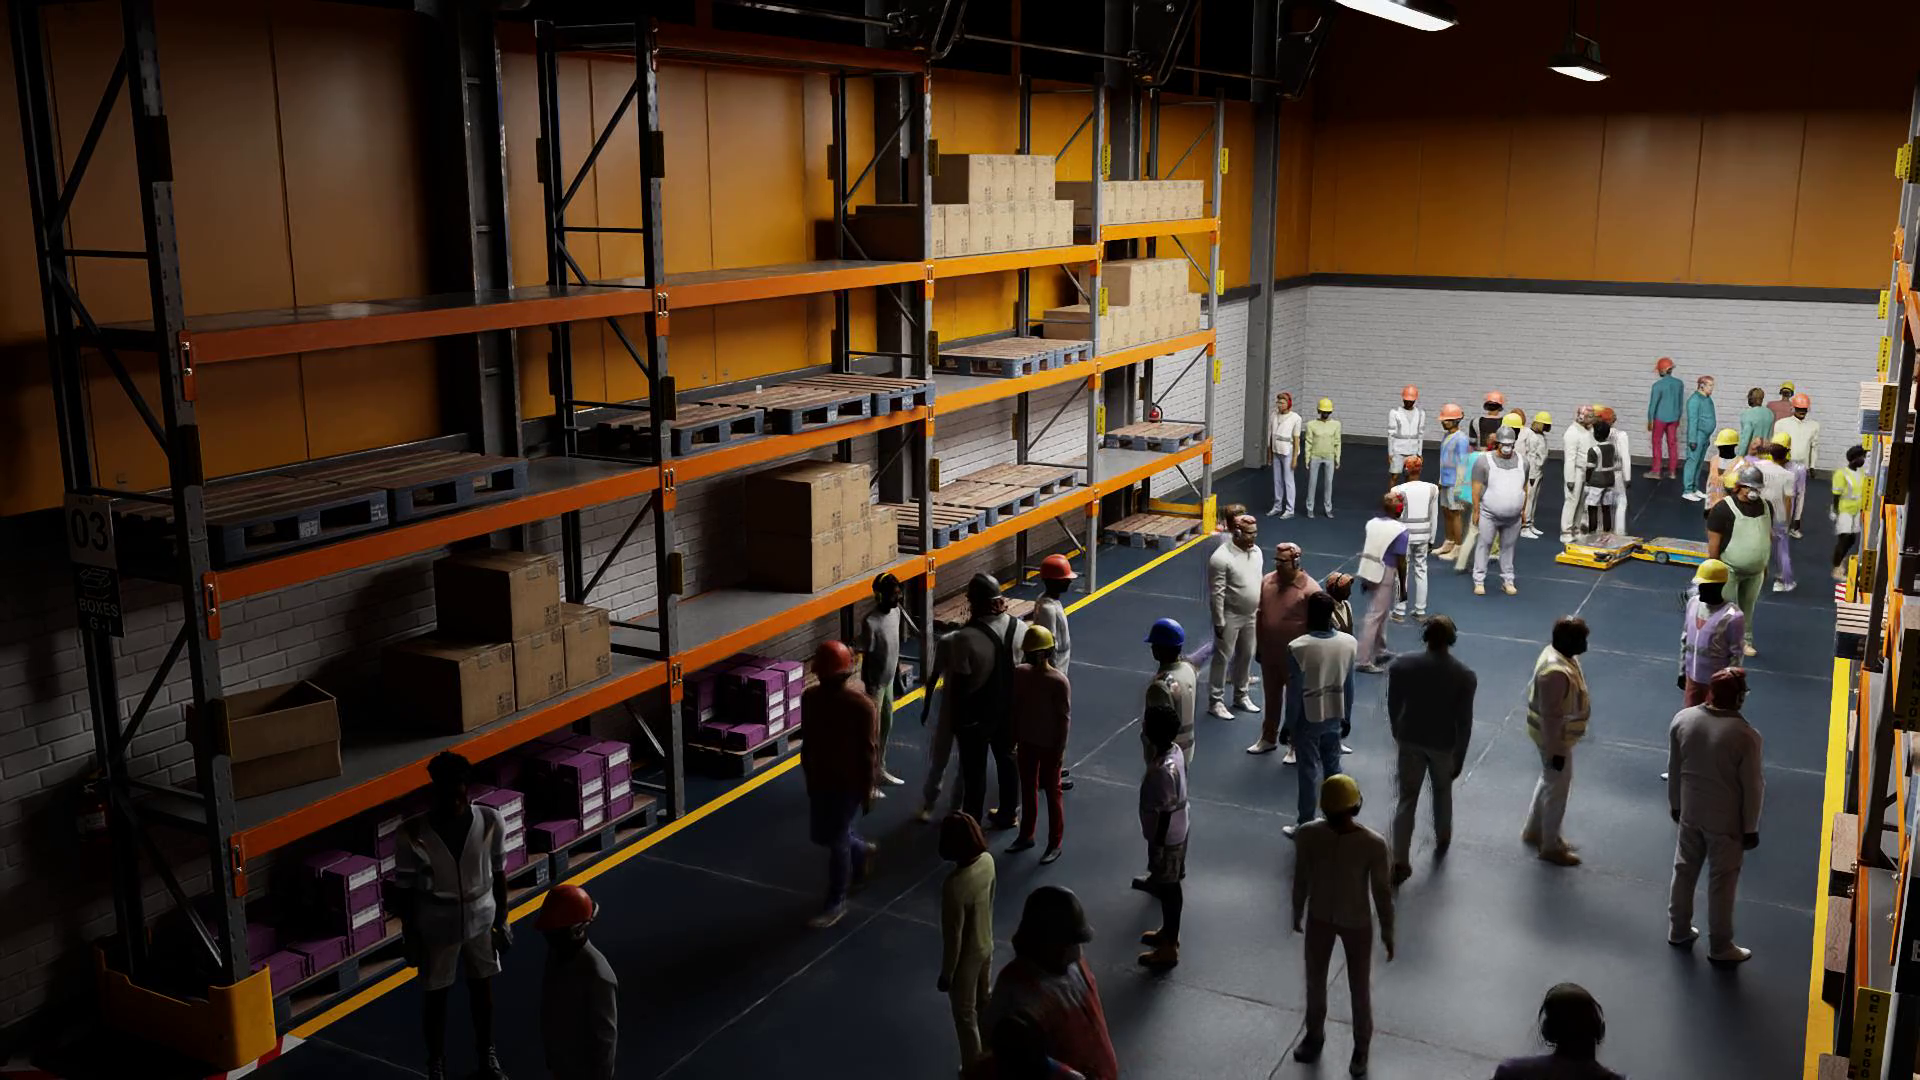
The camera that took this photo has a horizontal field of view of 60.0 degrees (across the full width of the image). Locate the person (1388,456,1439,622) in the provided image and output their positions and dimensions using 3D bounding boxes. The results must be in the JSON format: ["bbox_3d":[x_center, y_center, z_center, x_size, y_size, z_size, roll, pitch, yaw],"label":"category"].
[{"bbox_3d":[5.015,-0.006,18.508,0.584,1.878,0.362,-2,13,-8],"label":"person"}]

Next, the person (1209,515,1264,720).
[{"bbox_3d":[2.571,0.698,15.316,0.648,1.900,0.401,-9,15,-35],"label":"person"}]

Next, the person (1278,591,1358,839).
[{"bbox_3d":[2.678,1.328,12.459,0.613,1.912,0.419,-5,14,-21],"label":"person"}]

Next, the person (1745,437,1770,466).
[{"bbox_3d":[10.142,-0.513,21.332,0.314,1.632,0.524,1,13,6],"label":"person"}]

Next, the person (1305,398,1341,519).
[{"bbox_3d":[5.234,-1.173,24.000,0.527,1.761,0.339,0,13,0],"label":"person"}]

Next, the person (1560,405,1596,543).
[{"bbox_3d":[8.334,-0.877,22.376,0.400,1.895,0.654,11,17,41],"label":"person"}]

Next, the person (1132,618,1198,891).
[{"bbox_3d":[1.444,1.494,11.628,0.391,1.948,0.605,6,14,27],"label":"person"}]

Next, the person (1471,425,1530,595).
[{"bbox_3d":[6.410,-0.352,19.684,0.689,2.000,0.539,-1,13,-3],"label":"person"}]

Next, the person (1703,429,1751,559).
[{"bbox_3d":[9.255,-0.396,20.144,0.381,1.923,0.591,-5,14,-21],"label":"person"}]

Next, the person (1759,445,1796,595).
[{"bbox_3d":[9.640,-0.246,19.742,0.949,1.820,0.503,-10,16,-39],"label":"person"}]

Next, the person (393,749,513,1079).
[{"bbox_3d":[-2.722,2.074,8.991,0.605,1.966,0.367,-7,14,-29],"label":"person"}]

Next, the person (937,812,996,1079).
[{"bbox_3d":[0.029,2.246,8.971,0.284,1.631,0.502,7,14,28],"label":"person"}]

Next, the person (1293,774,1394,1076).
[{"bbox_3d":[2.124,2.125,9.236,0.588,1.753,0.373,7,14,29],"label":"person"}]

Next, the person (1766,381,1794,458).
[{"bbox_3d":[12.788,-1.596,25.907,0.534,1.756,0.342,6,14,26],"label":"person"}]

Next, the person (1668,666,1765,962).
[{"bbox_3d":[4.841,1.737,10.636,0.403,1.910,0.637,-7,14,-29],"label":"person"}]

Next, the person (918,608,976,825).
[{"bbox_3d":[0.010,1.330,12.727,0.633,1.788,0.344,-1,13,-6],"label":"person"}]

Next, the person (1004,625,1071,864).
[{"bbox_3d":[0.568,1.476,12.122,0.525,1.769,0.315,11,16,40],"label":"person"}]

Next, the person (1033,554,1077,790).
[{"bbox_3d":[0.762,1.063,13.580,0.360,1.939,0.543,0,13,0],"label":"person"}]

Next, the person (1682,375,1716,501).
[{"bbox_3d":[11.307,-1.562,25.402,0.411,1.910,0.643,11,17,41],"label":"person"}]

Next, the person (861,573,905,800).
[{"bbox_3d":[-0.633,1.157,13.373,0.377,1.855,0.523,6,14,24],"label":"person"}]

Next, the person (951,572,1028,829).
[{"bbox_3d":[0.185,1.226,12.618,0.681,2.000,0.535,-8,15,-33],"label":"person"}]

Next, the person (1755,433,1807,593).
[{"bbox_3d":[9.733,-0.334,19.864,0.595,1.923,0.380,10,16,38],"label":"person"}]

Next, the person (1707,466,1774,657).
[{"bbox_3d":[8.053,0.220,17.125,0.684,2.000,0.538,-2,13,-9],"label":"person"}]

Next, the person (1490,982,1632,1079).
[{"bbox_3d":[2.382,2.664,6.497,0.684,1.902,0.438,9,15,35],"label":"person"}]

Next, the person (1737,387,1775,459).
[{"bbox_3d":[11.325,-1.215,23.777,0.635,1.937,0.354,-7,14,-29],"label":"person"}]

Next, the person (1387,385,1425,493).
[{"bbox_3d":[6.467,-1.287,24.123,0.542,1.930,0.375,-1,13,-6],"label":"person"}]

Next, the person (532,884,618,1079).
[{"bbox_3d":[-1.815,2.445,7.826,0.332,1.746,0.559,-11,16,-39],"label":"person"}]

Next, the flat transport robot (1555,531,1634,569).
[{"bbox_3d":[8.331,0.114,21.596,0.652,0.197,1.431,11,16,40],"label":"flat transport robot"}]

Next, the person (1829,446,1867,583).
[{"bbox_3d":[10.949,-0.340,20.518,0.567,1.660,0.534,-6,14,-26],"label":"person"}]

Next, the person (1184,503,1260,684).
[{"bbox_3d":[2.581,0.543,16.156,0.700,1.831,0.520,0,13,-1],"label":"person"}]

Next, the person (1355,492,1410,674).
[{"bbox_3d":[4.250,0.427,16.760,0.666,1.803,0.577,-5,13,-20],"label":"person"}]

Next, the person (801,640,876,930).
[{"bbox_3d":[-0.784,1.583,11.178,0.615,1.971,0.704,8,15,33],"label":"person"}]

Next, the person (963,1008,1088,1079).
[{"bbox_3d":[0.213,2.702,6.552,0.661,1.796,0.933,8,15,33],"label":"person"}]

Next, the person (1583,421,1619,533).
[{"bbox_3d":[8.544,-0.741,22.215,0.537,1.694,0.320,-6,14,-27],"label":"person"}]

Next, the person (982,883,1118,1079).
[{"bbox_3d":[0.417,2.436,7.203,0.538,2.000,0.688,7,14,28],"label":"person"}]

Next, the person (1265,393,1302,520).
[{"bbox_3d":[4.695,-1.223,24.045,0.392,1.836,0.561,-8,15,-31],"label":"person"}]

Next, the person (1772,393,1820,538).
[{"bbox_3d":[11.407,-1.016,22.760,0.612,1.996,0.388,1,13,5],"label":"person"}]

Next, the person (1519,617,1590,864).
[{"bbox_3d":[4.369,1.438,12.148,0.533,1.836,0.688,5,14,21],"label":"person"}]

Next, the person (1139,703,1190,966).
[{"bbox_3d":[1.292,1.857,10.562,0.320,1.698,0.538,3,13,13],"label":"person"}]

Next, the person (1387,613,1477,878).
[{"bbox_3d":[3.357,1.455,11.956,0.626,1.892,1.018,5,14,22],"label":"person"}]

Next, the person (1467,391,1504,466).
[{"bbox_3d":[7.236,-1.019,22.699,0.610,2.033,0.411,7,15,30],"label":"person"}]

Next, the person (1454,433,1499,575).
[{"bbox_3d":[6.550,-0.451,20.700,0.858,1.787,0.595,-3,13,-15],"label":"person"}]

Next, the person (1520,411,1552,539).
[{"bbox_3d":[7.922,-0.903,22.832,0.313,1.741,0.487,8,15,33],"label":"person"}]

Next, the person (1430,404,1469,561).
[{"bbox_3d":[6.317,-0.749,21.488,0.415,2.035,0.609,-1,13,-6],"label":"person"}]

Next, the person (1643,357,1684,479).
[{"bbox_3d":[11.493,-1.988,27.149,0.623,1.984,0.412,-4,13,-16],"label":"person"}]

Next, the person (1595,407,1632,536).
[{"bbox_3d":[8.807,-0.868,22.460,0.530,1.847,0.637,-9,15,-34],"label":"person"}]

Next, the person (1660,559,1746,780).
[{"bbox_3d":[6.042,1.094,13.465,0.387,1.927,0.589,-5,13,-19],"label":"person"}]

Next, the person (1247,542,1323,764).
[{"bbox_3d":[2.761,0.951,14.156,0.399,1.908,0.643,-11,17,-40],"label":"person"}]

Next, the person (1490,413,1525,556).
[{"bbox_3d":[7.025,-0.684,21.452,0.398,1.920,0.586,3,13,14],"label":"person"}]

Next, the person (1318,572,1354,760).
[{"bbox_3d":[3.184,1.071,14.241,0.313,1.634,0.514,11,17,40],"label":"person"}]

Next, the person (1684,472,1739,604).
[{"bbox_3d":[8.454,0.093,18.419,0.527,1.744,0.775,-12,17,-43],"label":"person"}]
